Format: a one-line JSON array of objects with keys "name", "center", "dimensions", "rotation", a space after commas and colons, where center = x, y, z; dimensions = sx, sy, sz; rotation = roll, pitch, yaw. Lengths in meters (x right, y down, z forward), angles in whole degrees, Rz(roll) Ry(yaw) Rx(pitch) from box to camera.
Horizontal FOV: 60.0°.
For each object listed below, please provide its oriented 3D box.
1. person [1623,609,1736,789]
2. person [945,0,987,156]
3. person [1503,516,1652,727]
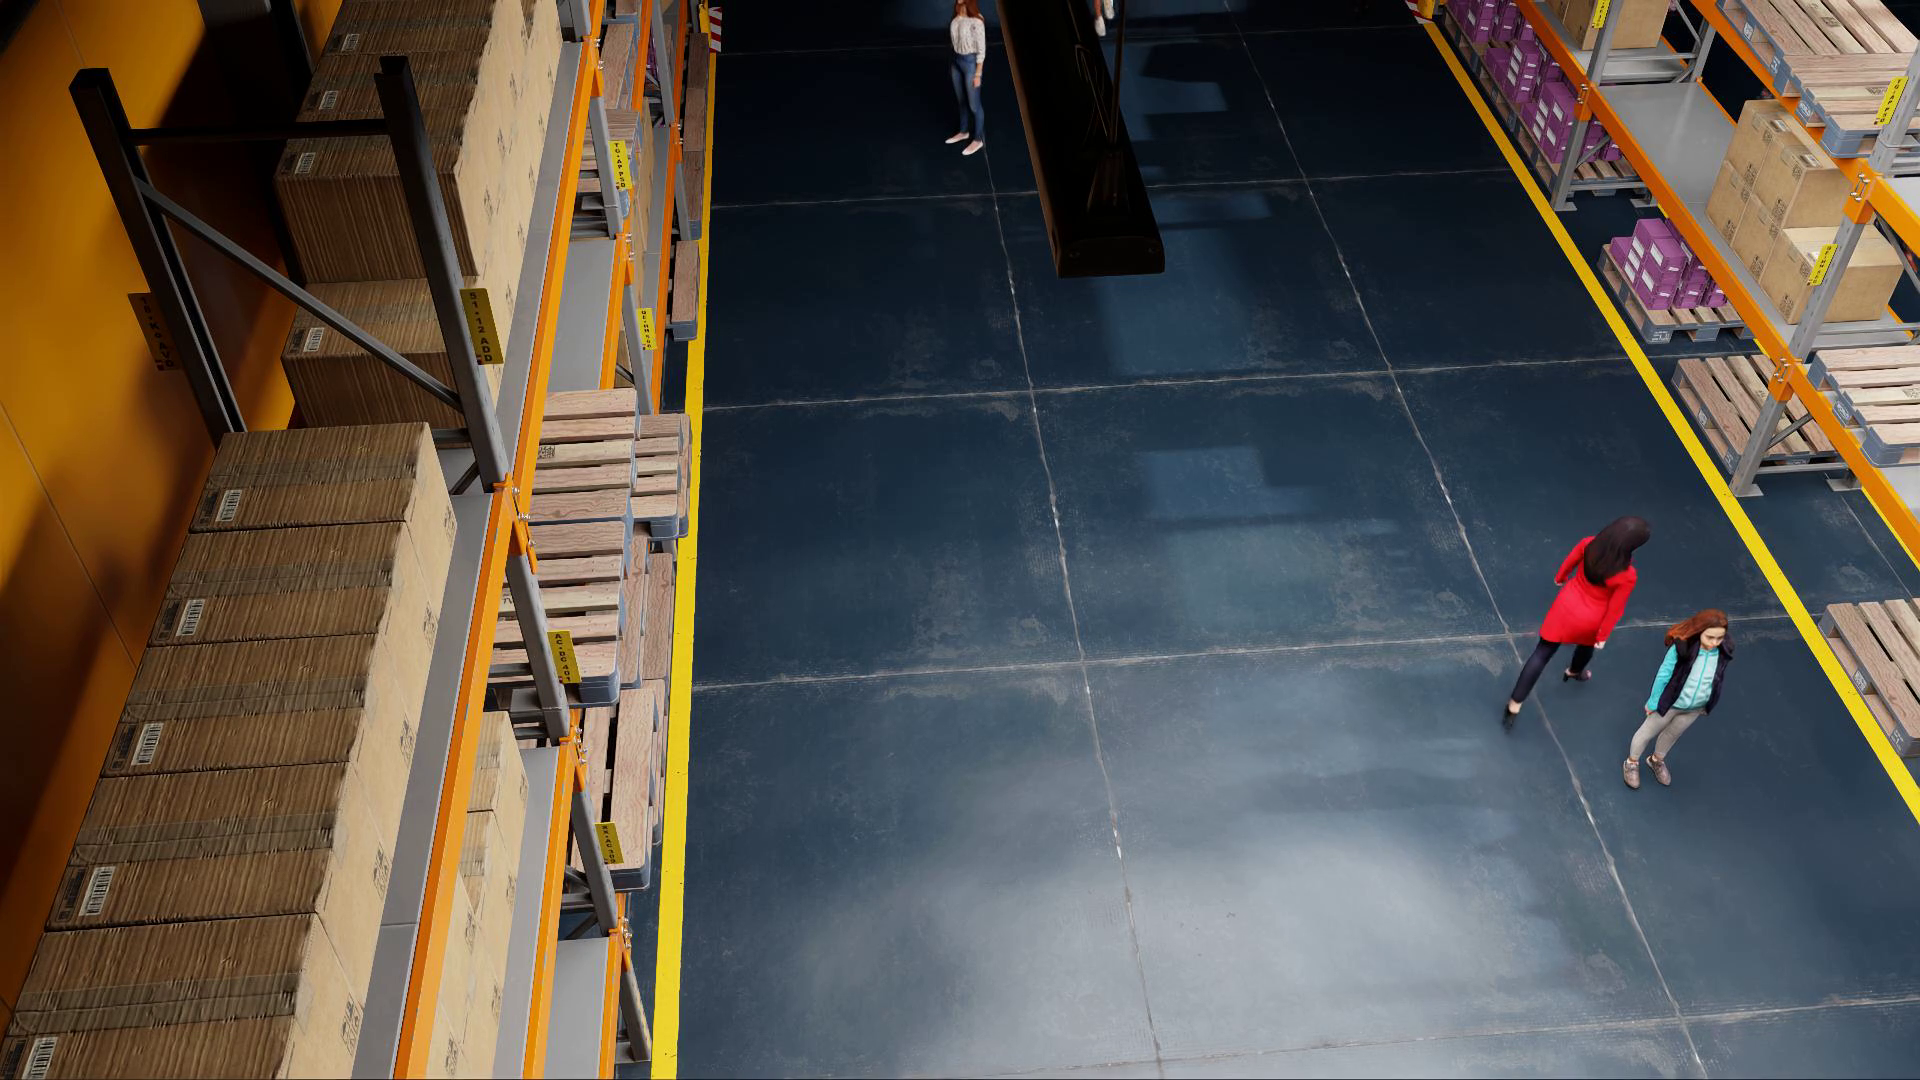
[{"name": "person", "center": [4.425, 0.959, 10.218], "dimensions": [0.563, 1.499, 0.562], "rotation": [-4, 44, -4]}, {"name": "person", "center": [0.073, -4.509, 15.792], "dimensions": [0.714, 1.728, 0.608], "rotation": [-28, 50, -26]}, {"name": "person", "center": [3.868, 0.533, 10.523], "dimensions": [1.123, 1.696, 1.136], "rotation": [-34, 53, -30]}]
